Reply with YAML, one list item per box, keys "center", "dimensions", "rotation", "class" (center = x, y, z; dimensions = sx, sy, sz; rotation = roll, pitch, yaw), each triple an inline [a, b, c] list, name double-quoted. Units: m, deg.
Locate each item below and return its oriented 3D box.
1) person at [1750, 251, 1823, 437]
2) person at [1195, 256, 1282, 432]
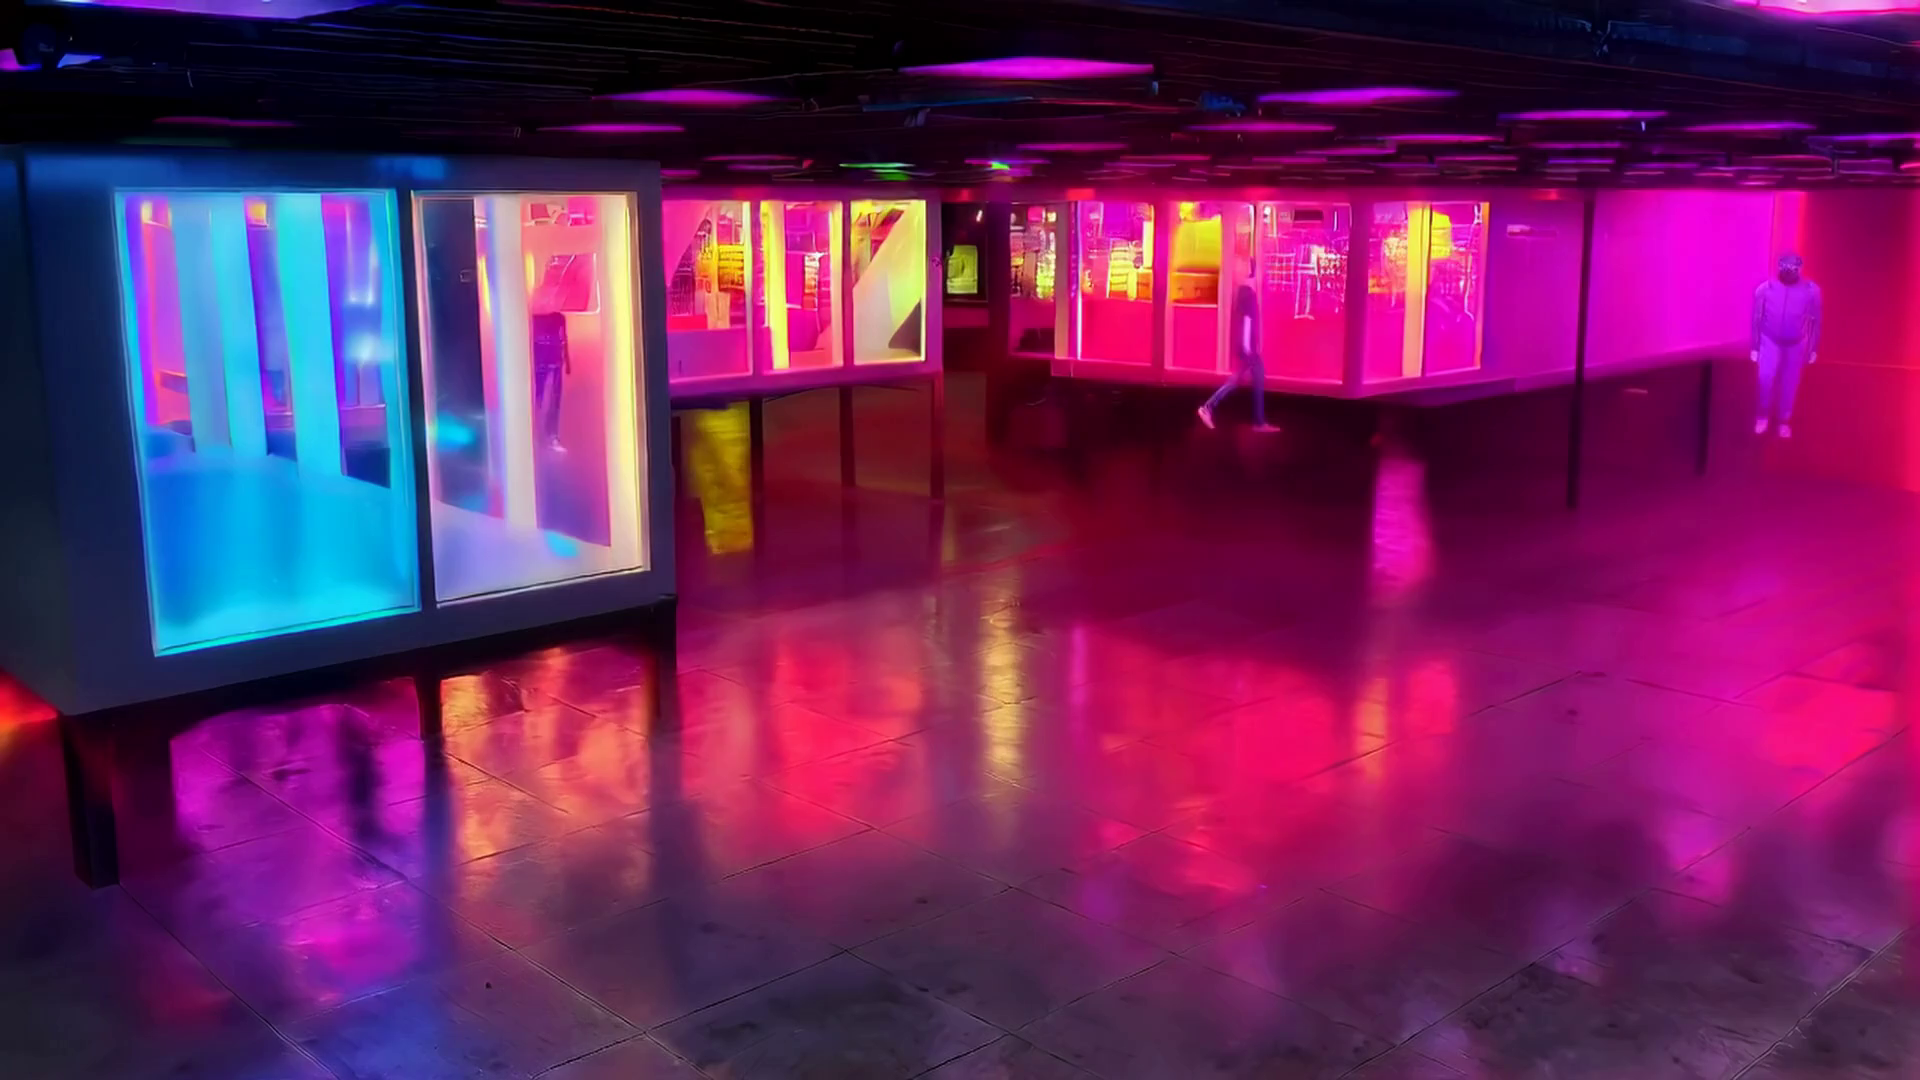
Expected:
- center: [8.391, -1.979, 16.935]
  dimensions: [0.654, 1.891, 0.460]
  rotation: [5, 12, 24]
  class: "person"
- center: [2.914, -2.024, 17.285]
  dimensions: [0.841, 1.847, 0.521]
  rotation: [-1, 11, -4]
  class: "person"
